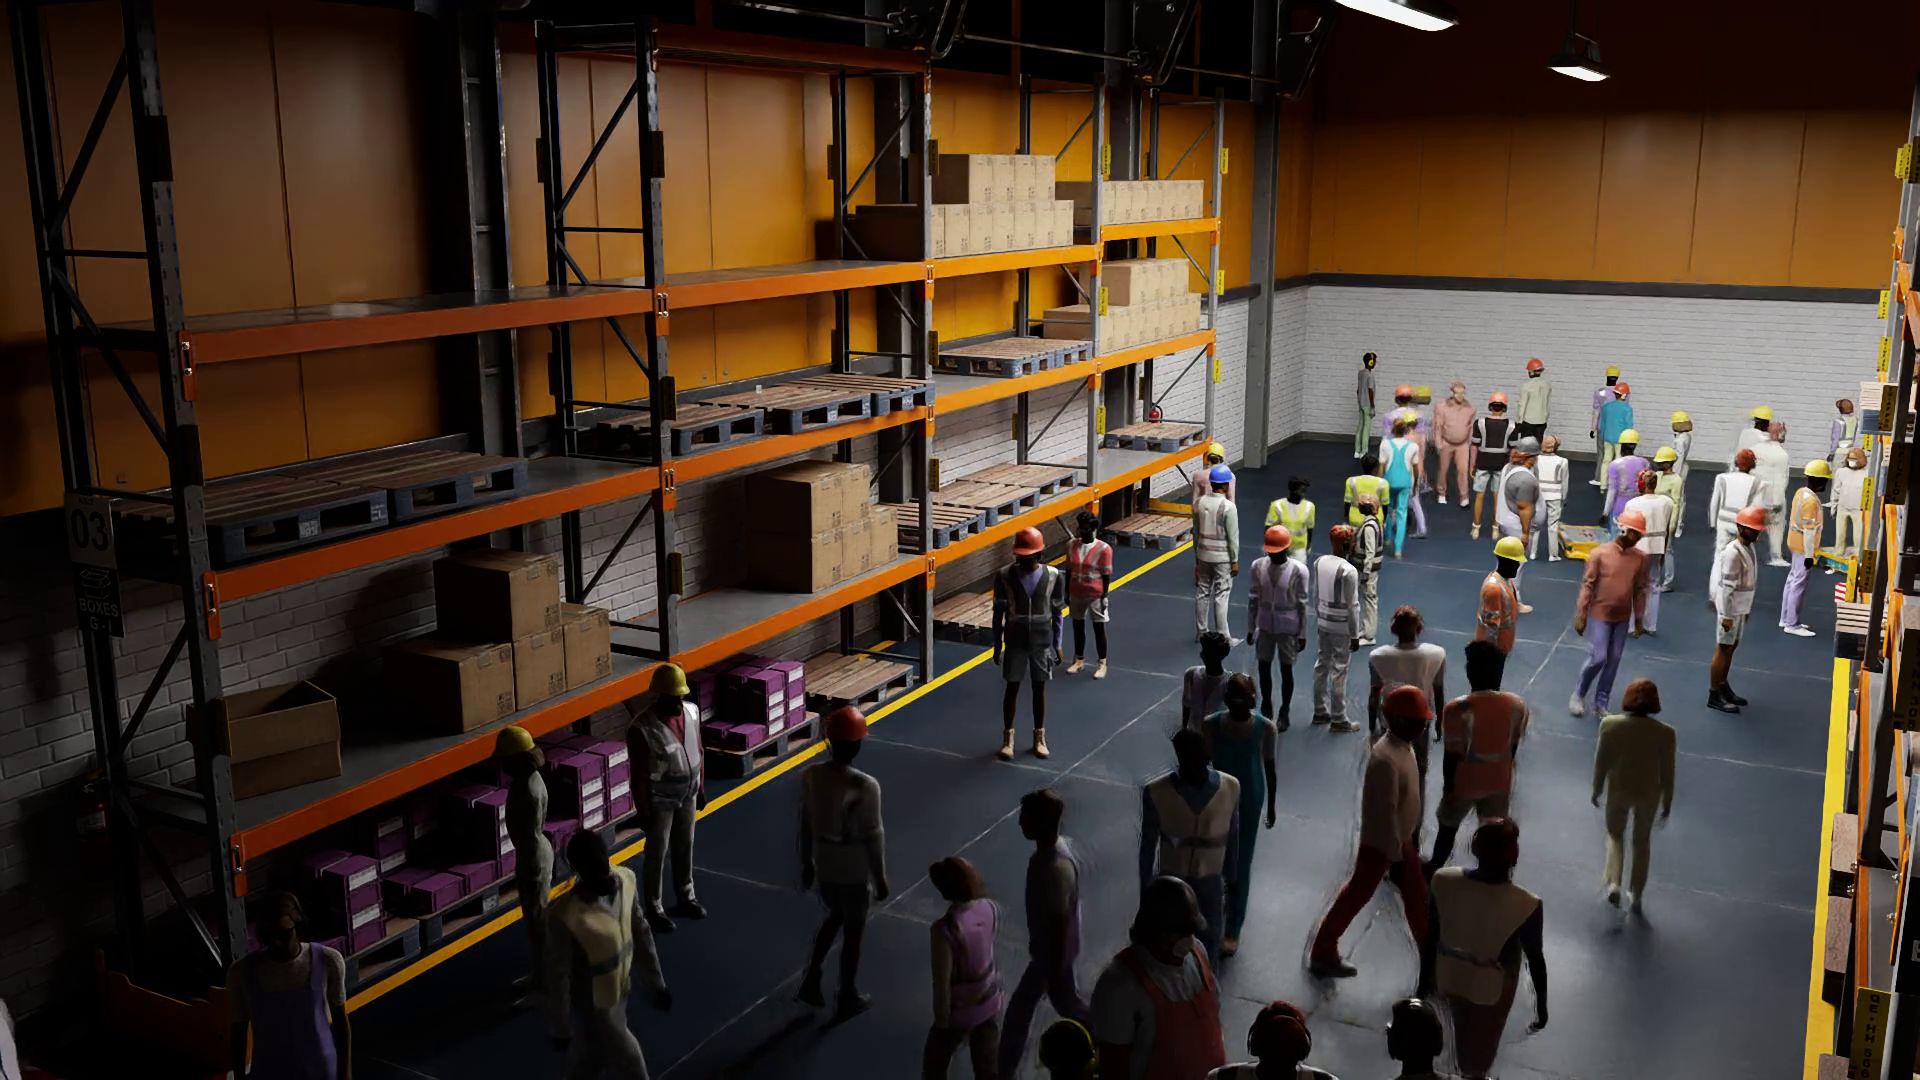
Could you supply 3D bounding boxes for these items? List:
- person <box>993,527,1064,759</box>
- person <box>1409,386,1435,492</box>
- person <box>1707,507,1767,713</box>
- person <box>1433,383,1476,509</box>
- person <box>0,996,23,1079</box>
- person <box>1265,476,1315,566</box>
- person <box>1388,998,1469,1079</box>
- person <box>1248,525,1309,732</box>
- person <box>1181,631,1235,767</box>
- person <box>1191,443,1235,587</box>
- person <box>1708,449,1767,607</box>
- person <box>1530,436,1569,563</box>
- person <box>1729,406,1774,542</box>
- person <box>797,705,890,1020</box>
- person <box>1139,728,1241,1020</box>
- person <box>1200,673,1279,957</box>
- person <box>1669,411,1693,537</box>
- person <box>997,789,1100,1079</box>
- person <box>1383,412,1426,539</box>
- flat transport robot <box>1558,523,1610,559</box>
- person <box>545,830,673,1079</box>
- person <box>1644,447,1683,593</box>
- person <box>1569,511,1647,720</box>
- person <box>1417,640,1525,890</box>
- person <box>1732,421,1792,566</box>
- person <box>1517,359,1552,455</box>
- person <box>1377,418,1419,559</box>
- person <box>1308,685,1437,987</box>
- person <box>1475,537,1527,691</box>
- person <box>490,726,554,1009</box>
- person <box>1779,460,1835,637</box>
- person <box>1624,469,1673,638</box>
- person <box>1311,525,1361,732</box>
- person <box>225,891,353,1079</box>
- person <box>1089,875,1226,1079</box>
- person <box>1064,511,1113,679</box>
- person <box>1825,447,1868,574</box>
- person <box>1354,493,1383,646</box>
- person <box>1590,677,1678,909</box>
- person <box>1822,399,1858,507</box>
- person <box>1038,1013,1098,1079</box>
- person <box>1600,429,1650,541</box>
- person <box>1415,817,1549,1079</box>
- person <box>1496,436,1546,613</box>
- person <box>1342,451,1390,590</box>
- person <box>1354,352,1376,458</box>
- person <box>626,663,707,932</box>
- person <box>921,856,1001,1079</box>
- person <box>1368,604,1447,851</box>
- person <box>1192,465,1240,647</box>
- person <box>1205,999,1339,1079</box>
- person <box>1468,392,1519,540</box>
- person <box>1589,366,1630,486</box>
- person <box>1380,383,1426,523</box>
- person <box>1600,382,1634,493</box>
[{"bbox_3d":[0.584,0.878,14.181,0.611,2.038,0.394,-1,13,-3],"label":"person"},{"bbox_3d":[7.076,-1.538,25.758,0.882,1.701,0.499,-6,14,-26],"label":"person"},{"bbox_3d":[7.256,0.633,15.514,0.376,1.934,0.547,11,17,40],"label":"person"},{"bbox_3d":[7.371,-1.394,24.764,0.664,1.858,0.989,0,13,2],"label":"person"},{"bbox_3d":[-4.152,2.587,7.012,0.431,1.833,0.640,0,13,1],"label":"person"},{"bbox_3d":[3.677,0.091,18.567,0.548,1.641,0.847,1,13,6],"label":"person"},{"bbox_3d":[1.779,2.681,6.569,0.505,1.838,0.353,-1,13,-5],"label":"person"},{"bbox_3d":[2.828,0.788,14.879,0.551,1.914,0.433,8,15,31],"label":"person"},{"bbox_3d":[1.854,1.486,12.229,0.535,1.697,0.322,9,16,36],"label":"person"},{"bbox_3d":[3.048,-0.295,20.074,0.527,1.759,0.345,3,13,13],"label":"person"},{"bbox_3d":[8.928,-0.136,19.191,0.592,1.849,0.964,9,15,35],"label":"person"},{"bbox_3d":[7.548,-0.528,21.382,0.512,1.638,0.312,8,15,33],"label":"person"},{"bbox_3d":[10.653,-0.849,22.221,0.728,1.899,0.609,-4,13,-18],"label":"person"},{"bbox_3d":[-0.684,1.917,9.809,0.551,1.920,0.451,9,16,35],"label":"person"},{"bbox_3d":[1.342,1.967,9.734,0.609,1.860,1.039,-1,13,-3],"label":"person"},{"bbox_3d":[1.814,1.720,10.983,0.532,1.802,0.988,5,13,20],"label":"person"},{"bbox_3d":[9.856,-0.910,22.877,0.306,1.736,0.484,8,15,31],"label":"person"},{"bbox_3d":[0.471,2.183,8.924,0.933,1.787,0.532,0,13,0],"label":"person"},{"bbox_3d":[6.081,-0.899,22.861,0.898,1.719,0.541,9,16,36],"label":"person"},{"bbox_3d":[8.298,0.015,22.040,0.652,0.197,1.431,3,13,11],"label":"flat transport robot"},{"bbox_3d":[-1.760,2.289,8.285,0.925,1.856,0.590,3,13,14],"label":"person"},{"bbox_3d":[8.381,-0.247,19.859,0.344,1.759,0.534,-2,13,-10],"label":"person"},{"bbox_3d":[5.939,0.691,15.204,0.643,1.960,0.392,-3,13,-14],"label":"person"},{"bbox_3d":[3.460,1.596,11.246,0.616,1.907,1.023,-2,13,-11],"label":"person"},{"bbox_3d":[10.192,-0.578,21.099,0.824,1.886,0.663,-2,13,-10],"label":"person"},{"bbox_3d":[9.267,-1.938,26.917,0.618,1.985,0.407,-5,14,-21],"label":"person"},{"bbox_3d":[5.743,-0.711,21.851,0.535,1.785,0.995,3,13,12],"label":"person"},{"bbox_3d":[2.656,1.821,10.193,1.045,1.936,0.651,6,14,27],"label":"person"},{"bbox_3d":[4.637,0.905,14.317,0.376,1.922,0.593,6,14,25],"label":"person"},{"bbox_3d":[-2.627,1.955,10.061,0.324,1.728,0.490,-5,14,-22],"label":"person"},{"bbox_3d":[9.181,0.075,18.029,0.381,1.924,0.593,4,13,16],"label":"person"},{"bbox_3d":[7.364,0.154,17.889,0.560,1.836,0.394,-3,13,-13],"label":"person"},{"bbox_3d":[3.390,0.789,14.936,0.355,1.883,0.575,-6,14,-25],"label":"person"},{"bbox_3d":[-3.019,2.456,7.551,0.516,1.844,0.332,-5,13,-21],"label":"person"},{"bbox_3d":[0.906,2.423,7.262,0.675,2.000,0.537,-12,17,-43],"label":"person"},{"bbox_3d":[1.259,0.537,16.496,0.531,1.691,0.318,9,15,34],"label":"person"},{"bbox_3d":[11.024,-0.342,20.576,0.272,1.627,0.499,-10,16,-38],"label":"person"},{"bbox_3d":[4.319,0.309,17.628,0.314,1.640,0.516,3,13,15],"label":"person"},{"bbox_3d":[4.565,1.736,11.296,0.541,1.610,0.451,4,13,18],"label":"person"},{"bbox_3d":[13.143,-1.290,24.793,0.514,1.640,0.310,-7,14,-28],"label":"person"},{"bbox_3d":[0.393,2.702,6.435,0.548,1.850,0.413,7,15,30],"label":"person"},{"bbox_3d":[8.031,-0.391,20.135,0.594,1.925,0.379,-5,14,-23],"label":"person"},{"bbox_3d":[2.710,2.265,8.486,0.600,1.797,0.927,12,17,42],"label":"person"},{"bbox_3d":[6.398,-0.190,18.960,0.535,2.000,0.685,-1,13,-2],"label":"person"},{"bbox_3d":[4.840,-0.215,19.857,0.540,1.697,0.322,4,13,19],"label":"person"},{"bbox_3d":[7.084,-2.328,28.924,0.328,1.870,0.510,-3,13,-14],"label":"person"},{"bbox_3d":[-1.924,1.690,11.050,0.405,1.824,0.586,10,16,37],"label":"person"},{"bbox_3d":[-0.043,2.366,8.462,0.690,1.611,0.529,10,16,39],"label":"person"},{"bbox_3d":[3.320,1.384,12.410,0.573,1.818,0.785,3,13,13],"label":"person"},{"bbox_3d":[2.709,0.169,17.562,0.389,1.949,0.603,-10,16,-37],"label":"person"},{"bbox_3d":[1.203,2.669,6.505,0.574,1.887,0.355,0,13,0],"label":"person"},{"bbox_3d":[7.255,-1.007,22.651,0.613,2.029,0.409,3,13,13],"label":"person"},{"bbox_3d":[10.324,-1.813,26.482,0.588,1.927,0.371,-1,13,-4],"label":"person"},{"bbox_3d":[6.270,-1.195,23.526,0.639,2.020,0.706,0,13,2],"label":"person"},{"bbox_3d":[10.200,-1.574,25.802,0.330,1.751,0.565,-8,15,-31],"label":"person"}]
